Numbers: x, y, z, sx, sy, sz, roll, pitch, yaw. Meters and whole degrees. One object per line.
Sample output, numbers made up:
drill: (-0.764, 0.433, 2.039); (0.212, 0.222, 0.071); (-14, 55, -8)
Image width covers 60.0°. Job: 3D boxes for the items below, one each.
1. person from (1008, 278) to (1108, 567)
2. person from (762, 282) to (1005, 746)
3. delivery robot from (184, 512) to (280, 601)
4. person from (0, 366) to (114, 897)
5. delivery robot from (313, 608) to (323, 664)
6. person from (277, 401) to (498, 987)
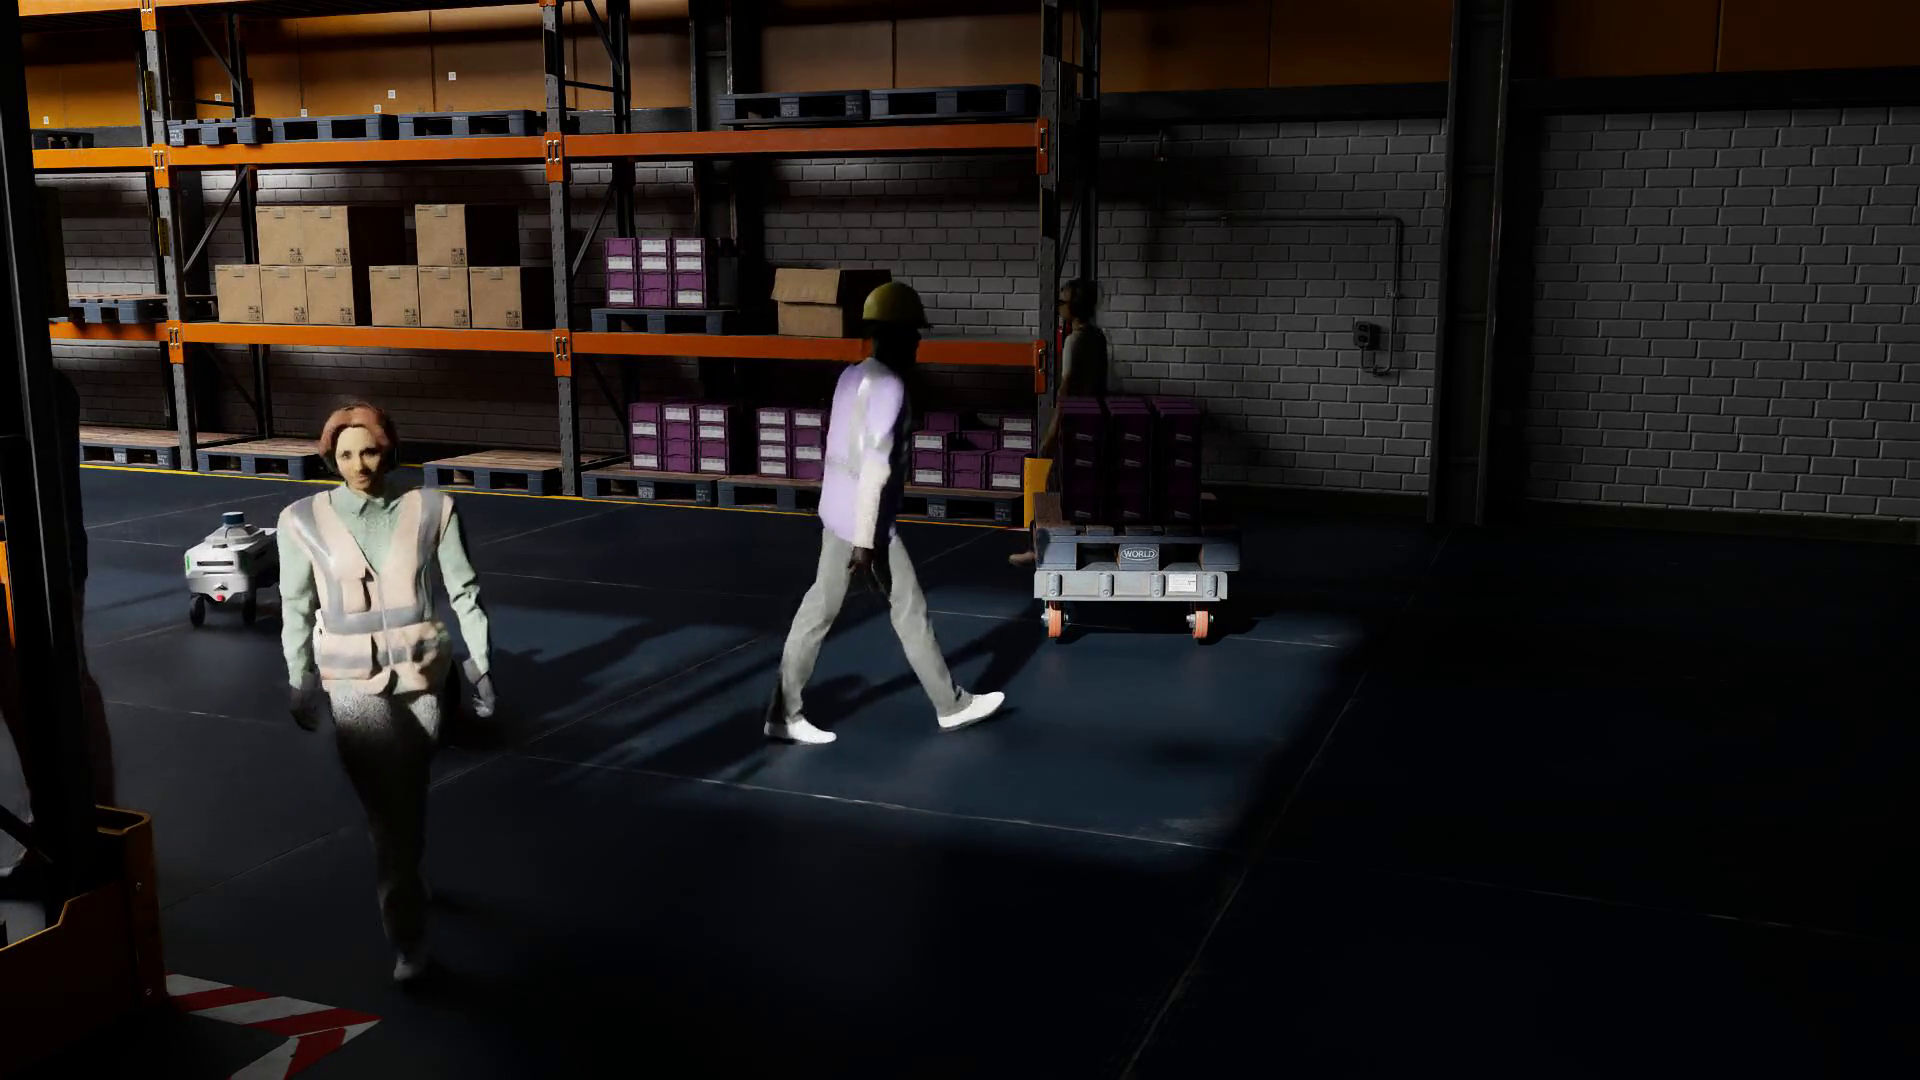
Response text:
person: (0.782, -0.682, 10.120); (0.938, 1.812, 0.509); (3, 11, 16)
person: (-0.344, -0.096, 6.695); (1.041, 1.859, 0.597); (-4, 11, -23)
delivery robot: (-3.927, 0.091, 9.031); (0.477, 0.478, 0.707); (-1, 10, -6)
person: (-2.931, 0.108, 5.184); (0.395, 1.992, 0.622); (-1, 10, -4)
delivery robot: (-2.514, 0.432, 7.131); (0.477, 0.478, 0.707); (-8, 13, -36)
person: (-1.629, 0.394, 4.761); (0.547, 1.585, 0.878); (-5, 11, -26)
